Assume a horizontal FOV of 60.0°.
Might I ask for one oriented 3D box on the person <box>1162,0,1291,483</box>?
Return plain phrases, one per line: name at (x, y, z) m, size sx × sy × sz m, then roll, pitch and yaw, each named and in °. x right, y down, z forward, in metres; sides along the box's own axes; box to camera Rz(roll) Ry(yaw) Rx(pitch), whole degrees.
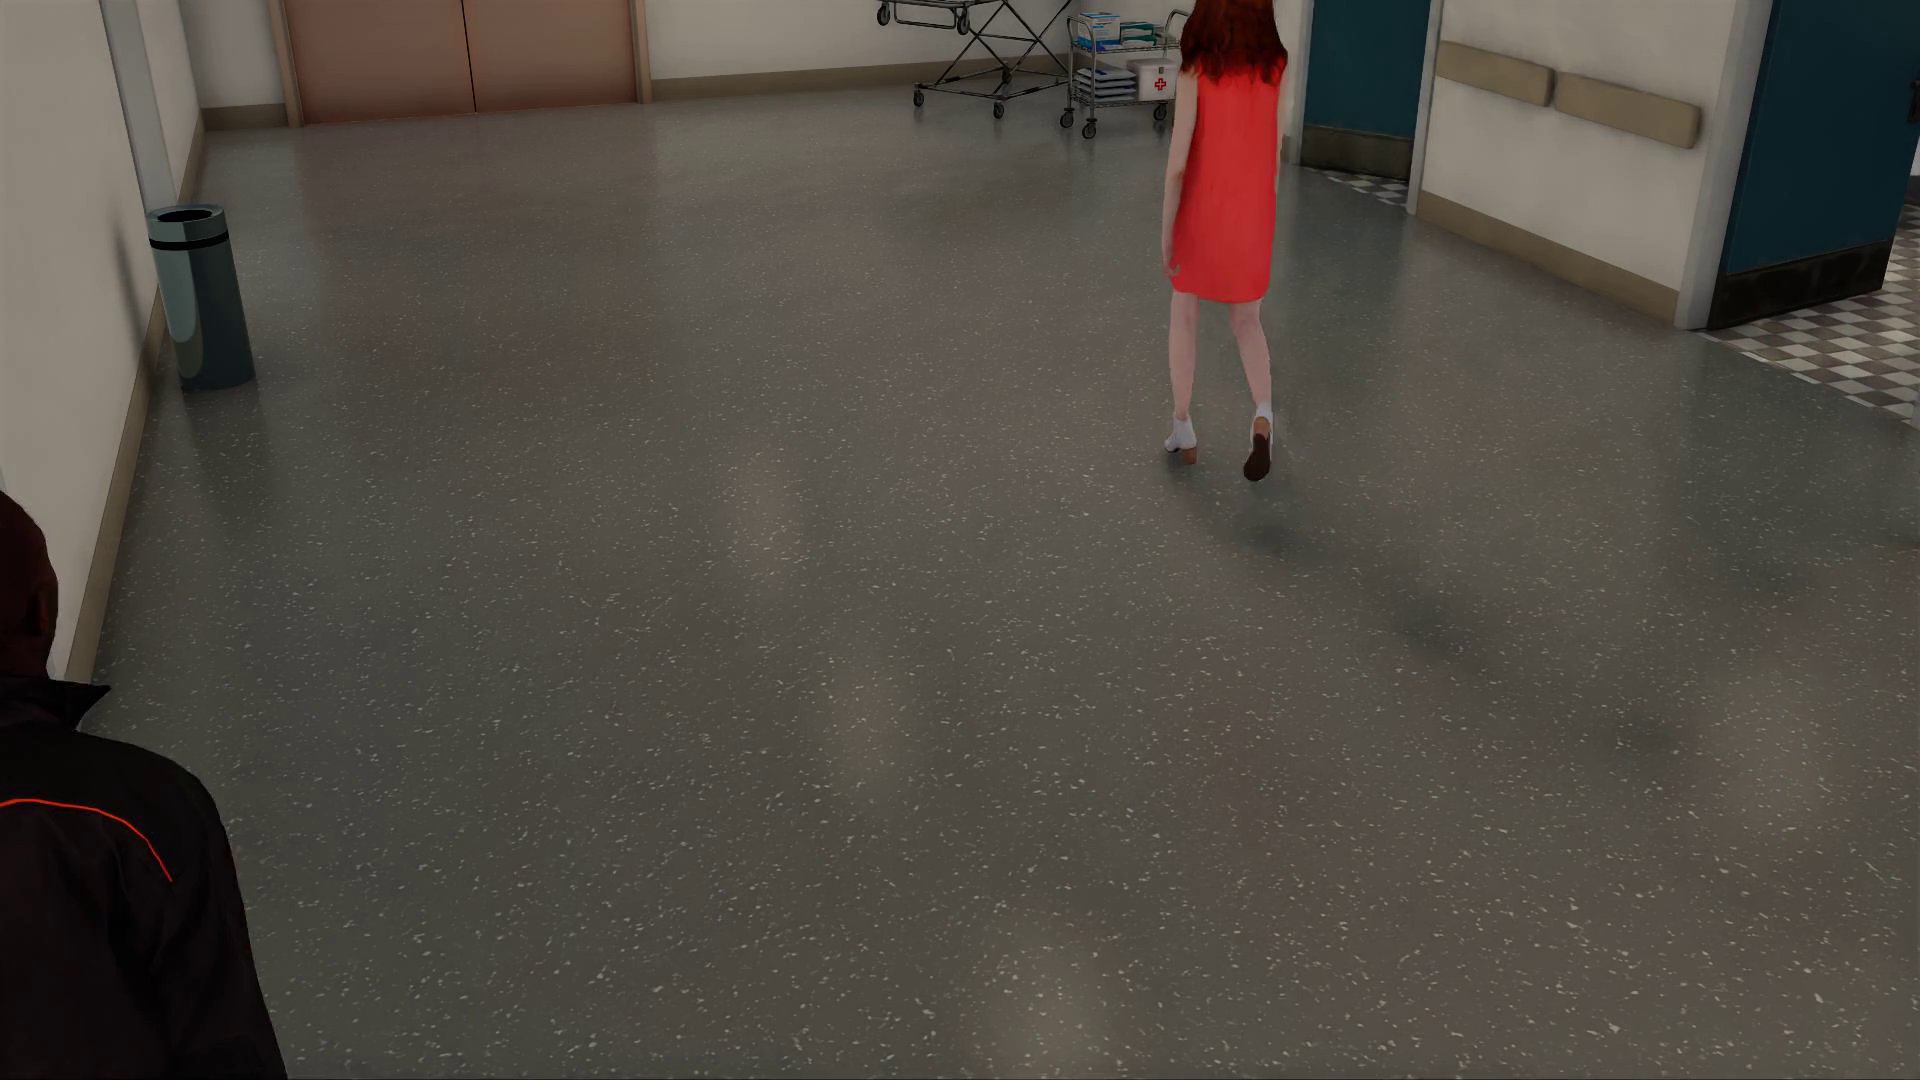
person at (0.940, -1.011, 5.675) m, size 0.718 × 1.799 × 1.077 m, roll -5°, pitch 26°, yaw -10°
